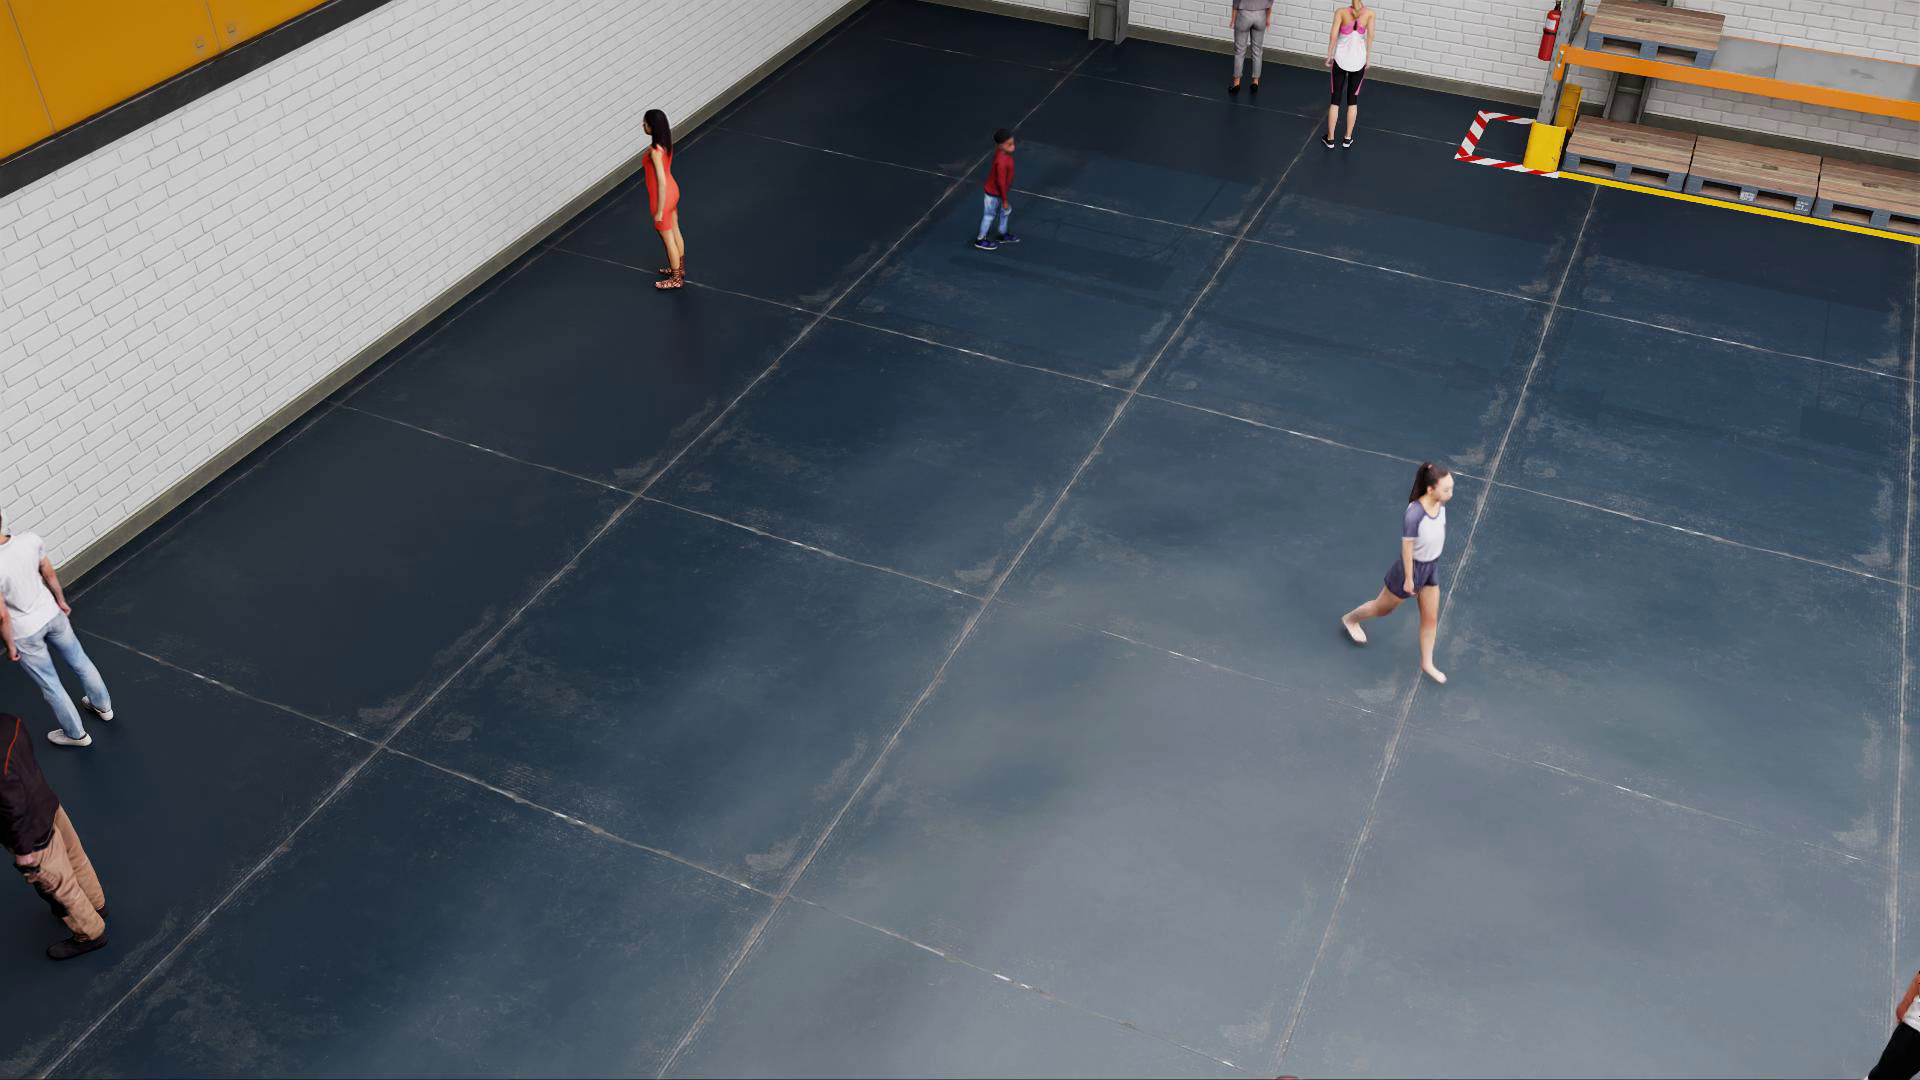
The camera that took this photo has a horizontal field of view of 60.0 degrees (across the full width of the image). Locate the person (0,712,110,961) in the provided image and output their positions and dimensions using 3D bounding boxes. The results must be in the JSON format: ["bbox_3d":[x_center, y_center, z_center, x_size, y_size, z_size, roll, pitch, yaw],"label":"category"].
[{"bbox_3d":[-5.077,1.537,9.088,0.829,1.924,0.790,-10,40,-12],"label":"person"}]

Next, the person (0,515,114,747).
[{"bbox_3d":[-5.791,0.524,10.416,0.564,1.850,0.674,12,40,15],"label":"person"}]

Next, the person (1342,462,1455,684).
[{"bbox_3d":[2.929,0.175,11.045,0.917,1.611,1.138,-25,45,-28],"label":"person"}]

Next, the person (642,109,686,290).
[{"bbox_3d":[-2.674,-3.083,15.037,0.636,1.719,0.659,2,39,3],"label":"person"}]

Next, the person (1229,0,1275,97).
[{"bbox_3d":[3.217,-5.752,18.413,0.693,1.677,0.787,-4,39,-6],"label":"person"}]

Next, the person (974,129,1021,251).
[{"bbox_3d":[0.298,-3.324,15.724,0.721,1.239,0.612,0,39,0],"label":"person"}]

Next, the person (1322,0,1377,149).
[{"bbox_3d":[4.052,-4.966,17.341,0.581,1.788,0.732,3,39,3],"label":"person"}]
